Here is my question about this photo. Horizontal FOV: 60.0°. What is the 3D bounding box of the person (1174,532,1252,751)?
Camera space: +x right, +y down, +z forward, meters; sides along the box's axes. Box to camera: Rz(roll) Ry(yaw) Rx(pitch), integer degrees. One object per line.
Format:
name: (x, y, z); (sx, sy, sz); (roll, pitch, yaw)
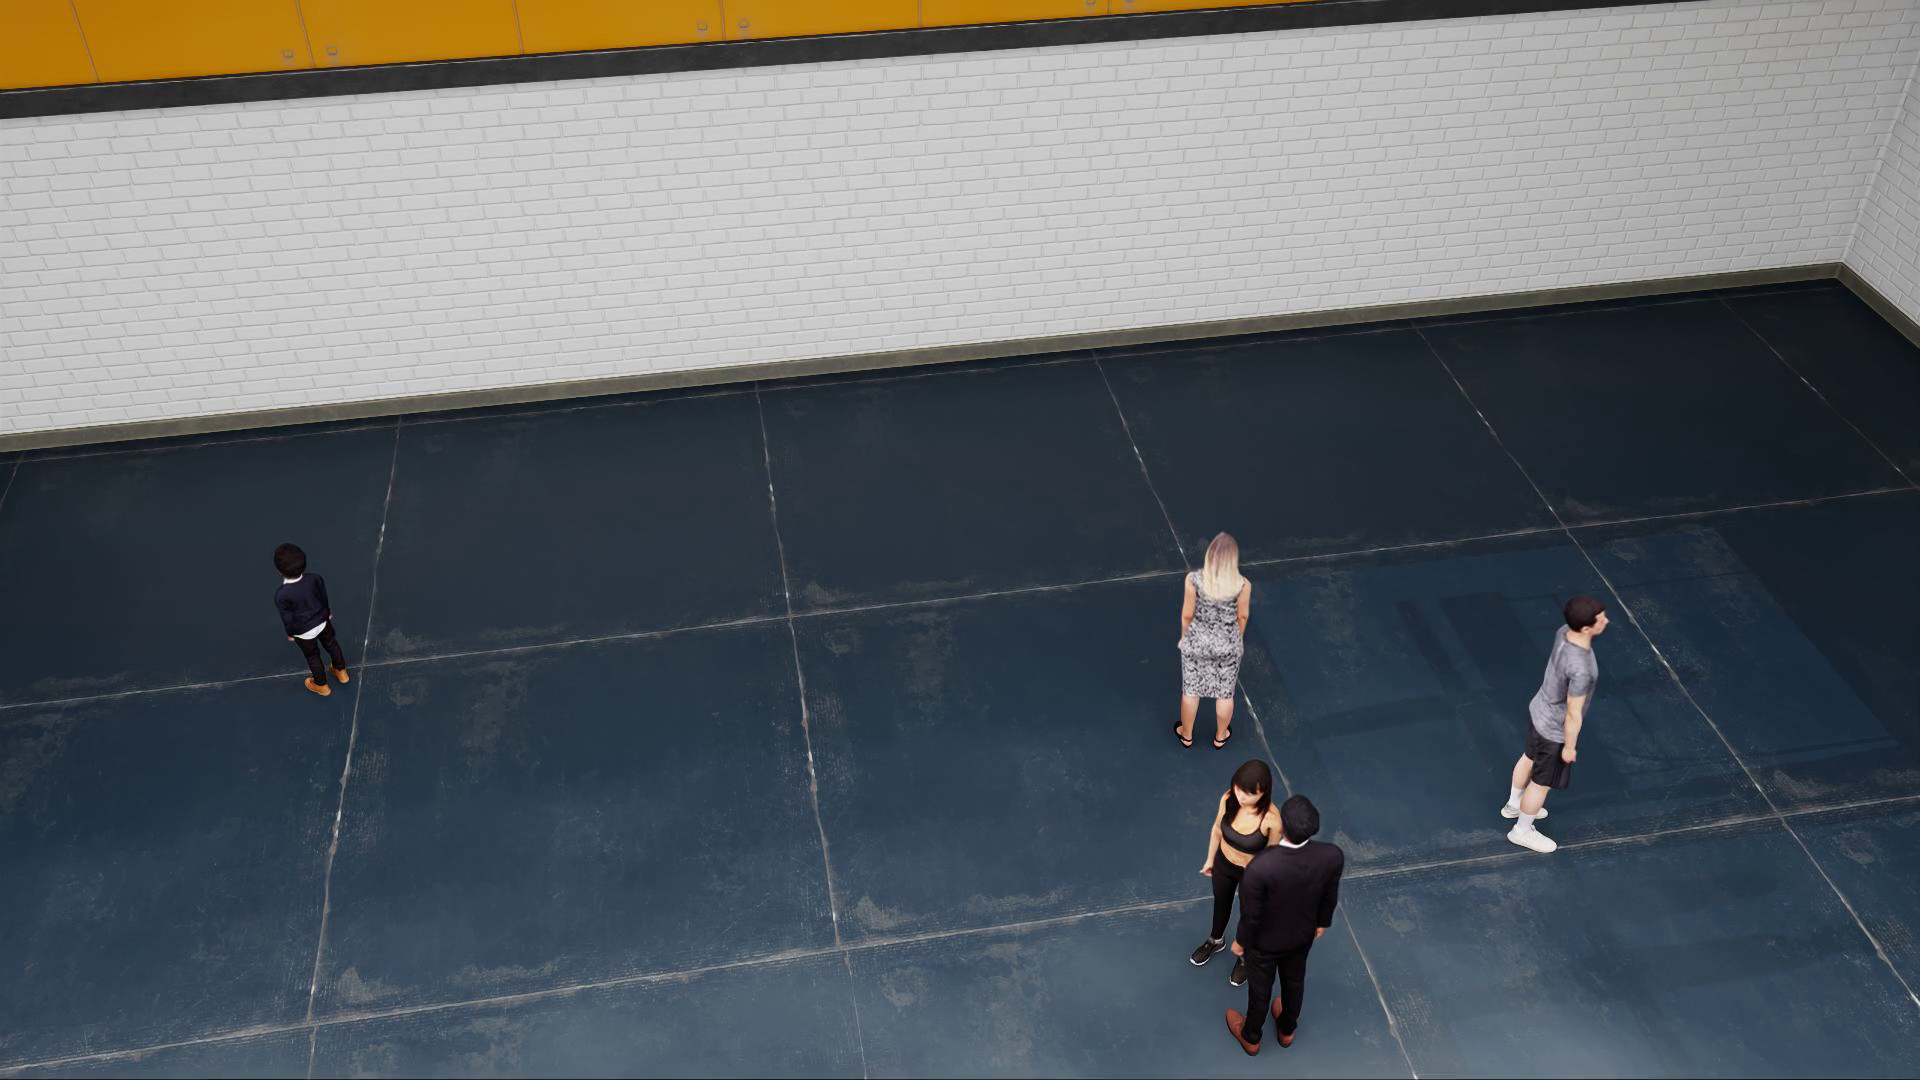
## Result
person: (1.590, 0.668, 10.535); (0.631, 1.704, 0.613); (6, 39, 8)

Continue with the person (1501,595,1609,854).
person: (3.535, 1.065, 9.904); (0.779, 1.871, 0.603); (5, 39, 6)

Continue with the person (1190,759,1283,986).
person: (1.557, 1.804, 9.162); (0.625, 1.643, 0.688); (24, 45, 27)

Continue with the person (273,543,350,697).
person: (-4.344, 0.523, 11.099); (0.645, 1.227, 0.593); (28, 47, 31)

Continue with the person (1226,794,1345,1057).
person: (1.680, 2.031, 8.685); (0.706, 1.883, 0.559); (-8, 39, -10)
